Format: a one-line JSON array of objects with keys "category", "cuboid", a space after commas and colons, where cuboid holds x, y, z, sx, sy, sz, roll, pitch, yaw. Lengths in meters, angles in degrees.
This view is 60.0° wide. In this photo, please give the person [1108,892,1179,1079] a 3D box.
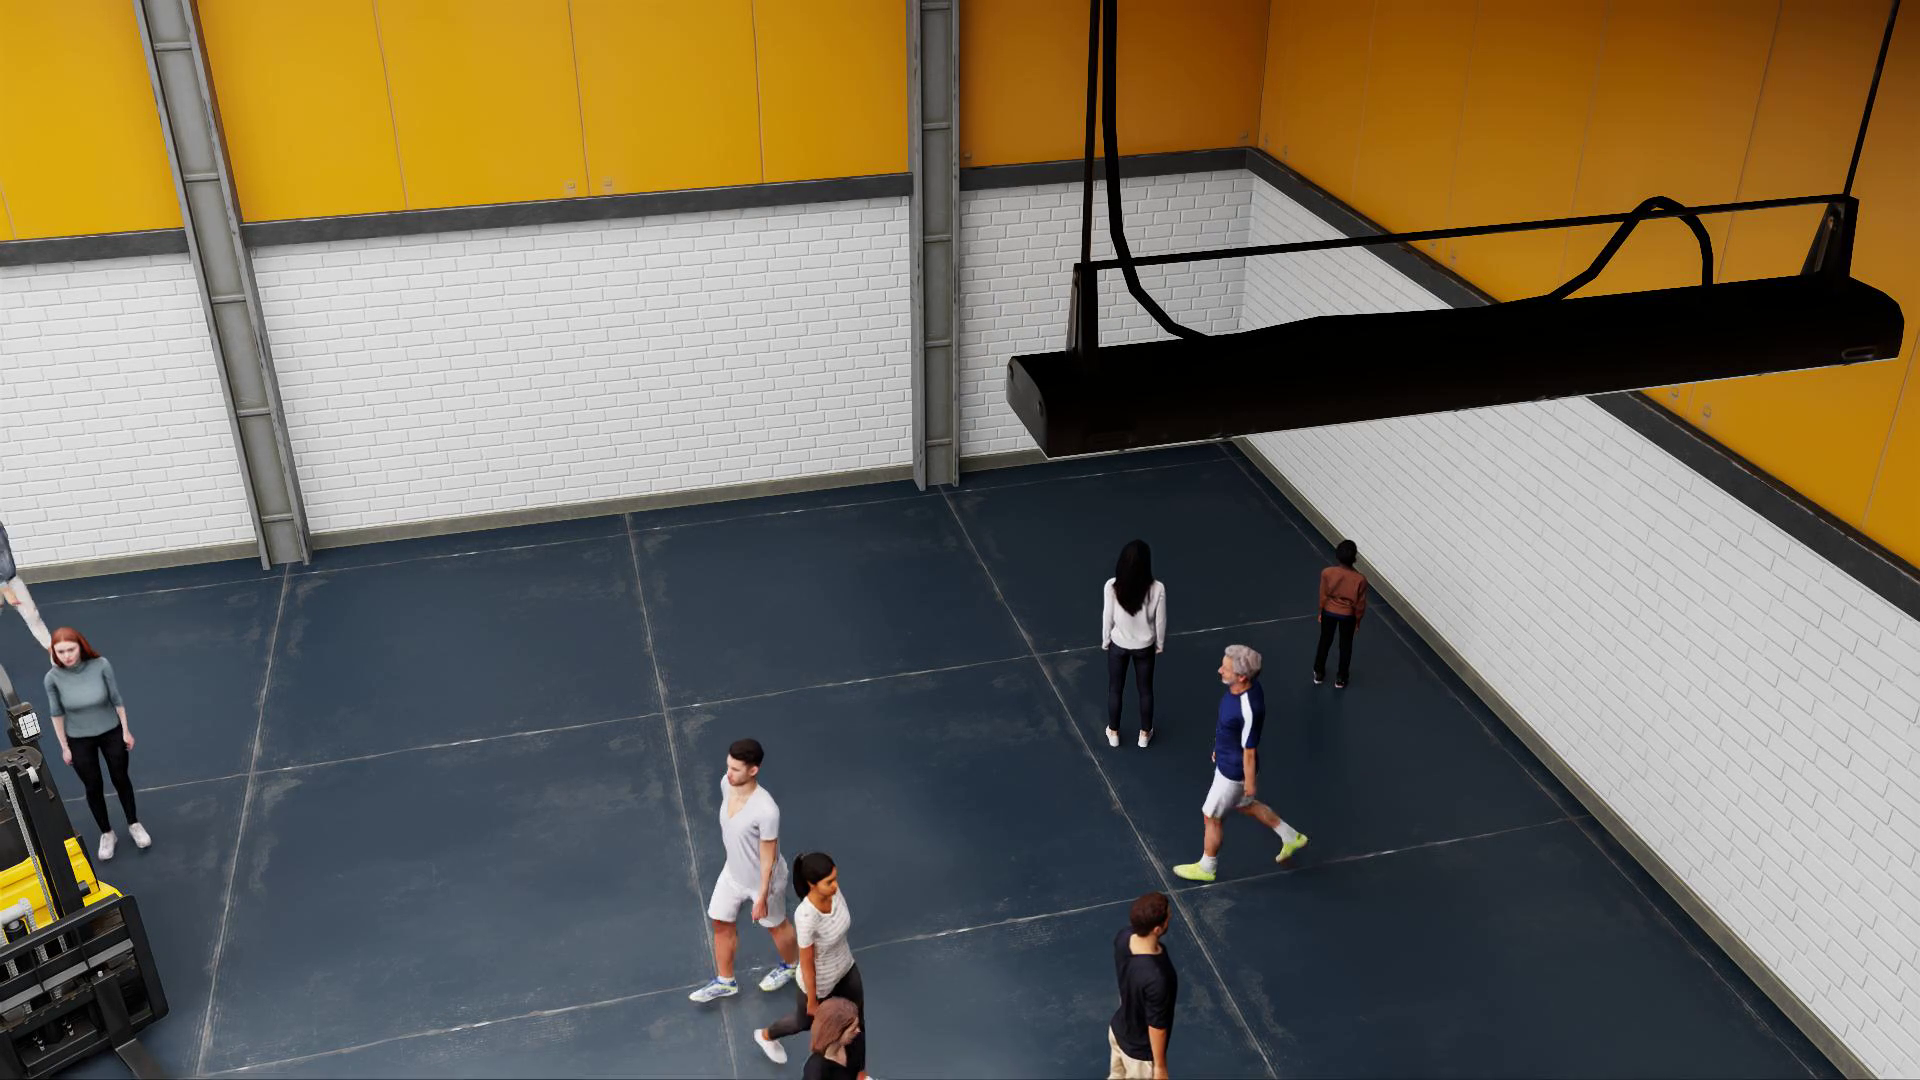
[{"category": "person", "cuboid": [0.914, 2.574, 8.584, 0.564, 1.850, 0.648, -9, 30, -16]}]

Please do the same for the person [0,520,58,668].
[{"category": "person", "cuboid": [-7.530, 0.360, 12.837, 1.173, 1.665, 0.769, -2, 29, -3]}]

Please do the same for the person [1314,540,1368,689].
[{"category": "person", "cuboid": [2.937, 0.567, 12.887, 0.566, 1.252, 0.643, 12, 31, 21]}]

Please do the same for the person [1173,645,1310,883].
[{"category": "person", "cuboid": [1.861, 1.444, 10.695, 1.198, 1.812, 0.898, 3, 29, 5]}]

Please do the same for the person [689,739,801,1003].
[{"category": "person", "cuboid": [-1.129, 1.912, 9.820, 1.075, 1.829, 0.943, -22, 36, -35]}]

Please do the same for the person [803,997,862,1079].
[{"category": "person", "cuboid": [-0.728, 2.878, 8.203, 0.837, 1.682, 0.780, 11, 31, 19]}]

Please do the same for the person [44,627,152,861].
[{"category": "person", "cuboid": [-5.705, 1.321, 10.993, 0.545, 1.742, 0.698, -16, 32, -26]}]

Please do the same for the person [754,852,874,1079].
[{"category": "person", "cuboid": [-0.825, 2.384, 9.184, 1.131, 1.609, 1.041, 14, 32, 24]}]

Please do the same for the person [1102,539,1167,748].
[{"category": "person", "cuboid": [1.247, 0.754, 12.077, 0.607, 1.700, 0.744, 3, 29, 5]}]
